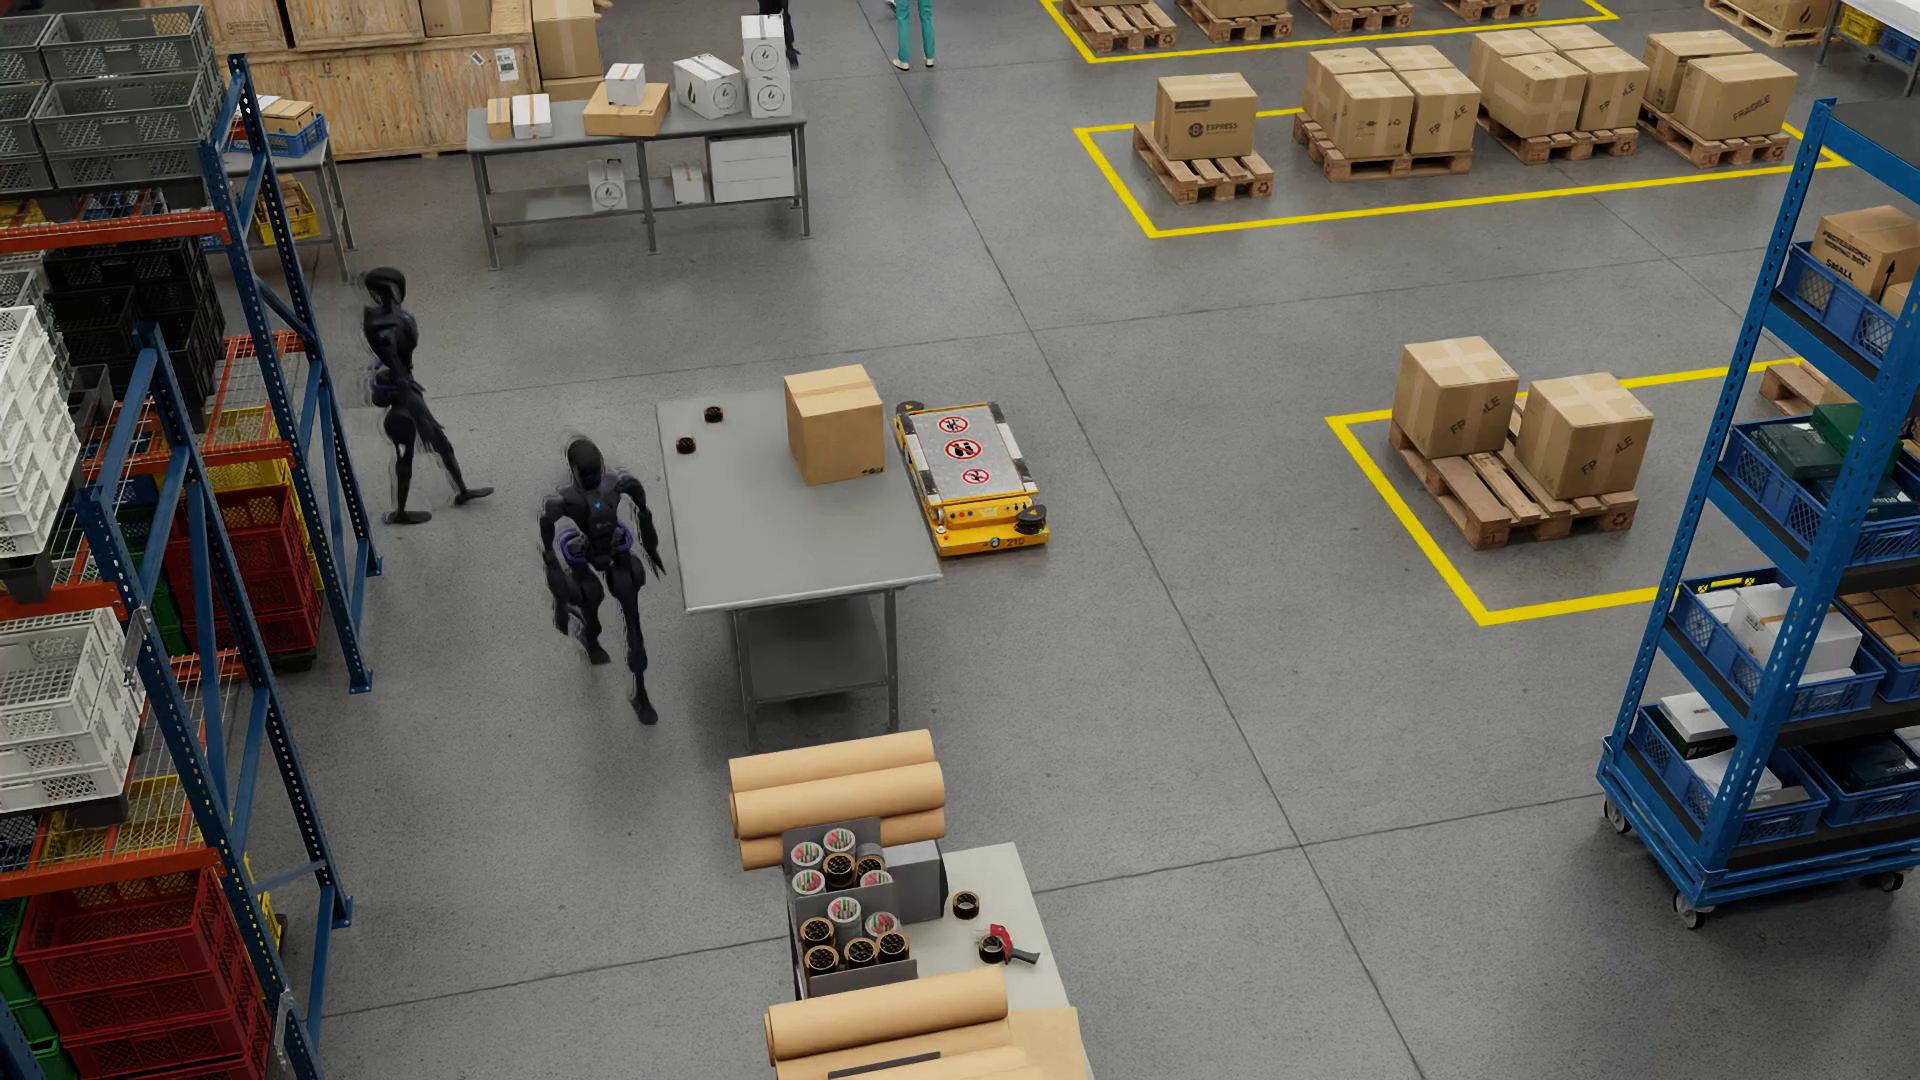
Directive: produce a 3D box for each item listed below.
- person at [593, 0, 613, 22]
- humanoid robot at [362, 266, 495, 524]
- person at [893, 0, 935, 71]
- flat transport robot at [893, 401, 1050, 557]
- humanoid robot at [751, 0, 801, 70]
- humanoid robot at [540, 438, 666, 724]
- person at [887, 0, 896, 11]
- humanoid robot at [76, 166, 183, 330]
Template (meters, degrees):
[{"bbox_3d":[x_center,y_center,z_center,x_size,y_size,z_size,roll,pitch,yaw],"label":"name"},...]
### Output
[{"bbox_3d":[-3.716,-6.173,16.368,0.536,2.000,0.675,4,37,6],"label":"person"},{"bbox_3d":[-3.095,-0.818,9.485,0.690,1.635,0.629,-4,37,-6],"label":"humanoid robot"},{"bbox_3d":[-0.455,-5.229,15.326,0.530,1.767,0.326,-11,38,-15],"label":"person"},{"bbox_3d":[0.046,-0.430,10.108,0.652,0.197,1.431,-8,37,-10],"label":"flat transport robot"},{"bbox_3d":[-1.598,-4.249,14.089,0.365,1.648,0.601,-18,40,-22],"label":"humanoid robot"},{"bbox_3d":[-1.776,0.115,8.267,0.634,1.636,0.753,-16,40,-20],"label":"humanoid robot"},{"bbox_3d":[-0.505,-6.242,16.586,0.608,1.891,0.876,20,41,25],"label":"person"},{"bbox_3d":[-5.469,-1.917,10.939,0.609,1.657,0.315,-27,44,-32],"label":"humanoid robot"}]
